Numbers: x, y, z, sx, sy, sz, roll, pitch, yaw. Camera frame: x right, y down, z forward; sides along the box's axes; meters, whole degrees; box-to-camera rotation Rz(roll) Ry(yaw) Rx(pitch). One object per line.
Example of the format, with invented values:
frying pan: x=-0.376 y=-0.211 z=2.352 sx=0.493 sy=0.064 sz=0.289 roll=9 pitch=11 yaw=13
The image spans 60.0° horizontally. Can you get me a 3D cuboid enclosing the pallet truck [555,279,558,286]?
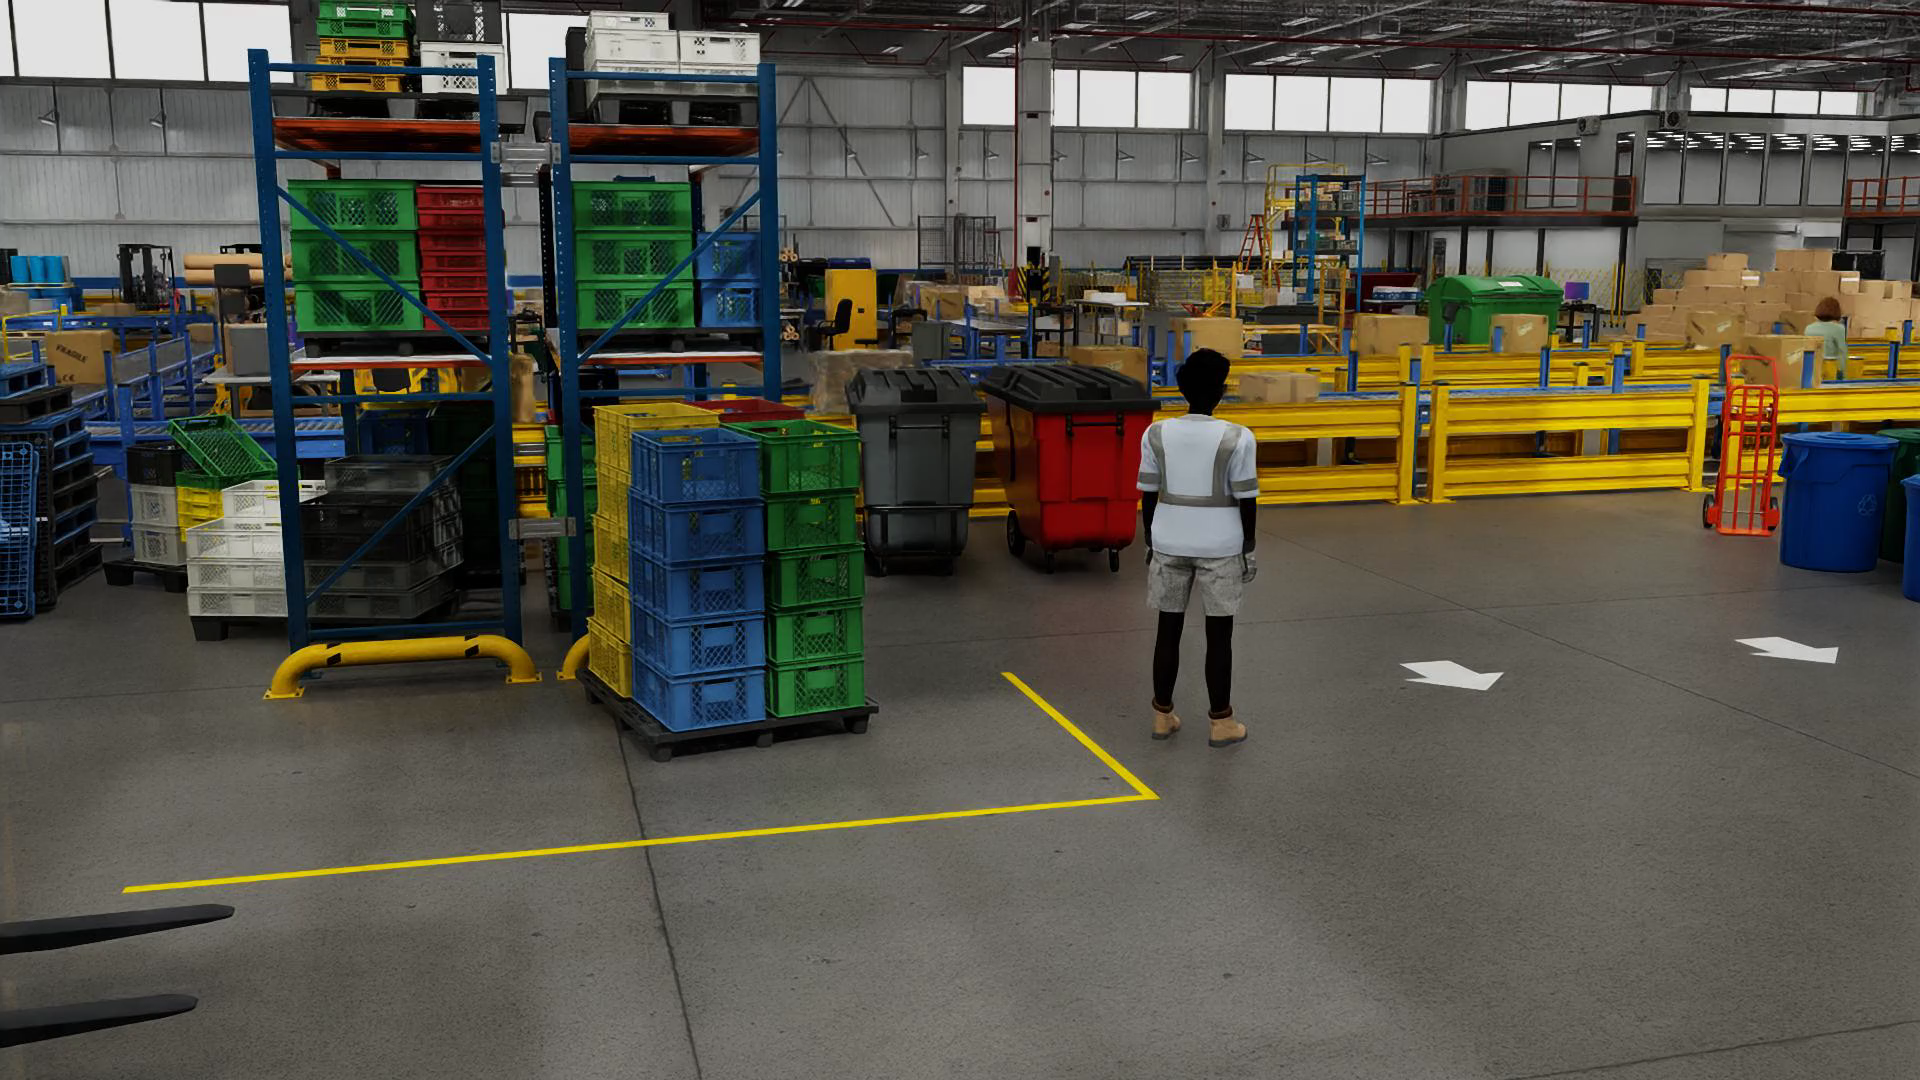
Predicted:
pallet truck: x=-10.604 y=-6.375 z=44.520 sx=0.653 sy=1.274 sz=1.630 roll=-3 pitch=10 yaw=-15

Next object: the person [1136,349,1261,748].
person: x=1.018 y=0.038 z=7.091 sx=0.541 sy=1.696 sz=0.315 roll=5 pitch=11 yaw=28

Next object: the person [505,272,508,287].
person: x=-10.828 y=-5.691 z=39.004 sx=0.646 sy=1.886 sz=0.686 roll=8 pitch=13 yaw=37

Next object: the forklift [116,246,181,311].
forklift: x=-19.966 y=-6.232 z=40.894 sx=1.157 sy=1.987 sz=2.680 roll=-3 pitch=10 yaw=-15

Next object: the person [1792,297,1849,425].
person: x=9.108 y=-1.779 z=17.656 sx=0.801 sy=1.601 sz=0.498 roll=-3 pitch=10 yaw=-15

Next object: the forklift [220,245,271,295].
forklift: x=-17.749 y=-6.334 z=41.440 sx=1.157 sy=1.987 sz=2.680 roll=-3 pitch=10 yaw=-17
